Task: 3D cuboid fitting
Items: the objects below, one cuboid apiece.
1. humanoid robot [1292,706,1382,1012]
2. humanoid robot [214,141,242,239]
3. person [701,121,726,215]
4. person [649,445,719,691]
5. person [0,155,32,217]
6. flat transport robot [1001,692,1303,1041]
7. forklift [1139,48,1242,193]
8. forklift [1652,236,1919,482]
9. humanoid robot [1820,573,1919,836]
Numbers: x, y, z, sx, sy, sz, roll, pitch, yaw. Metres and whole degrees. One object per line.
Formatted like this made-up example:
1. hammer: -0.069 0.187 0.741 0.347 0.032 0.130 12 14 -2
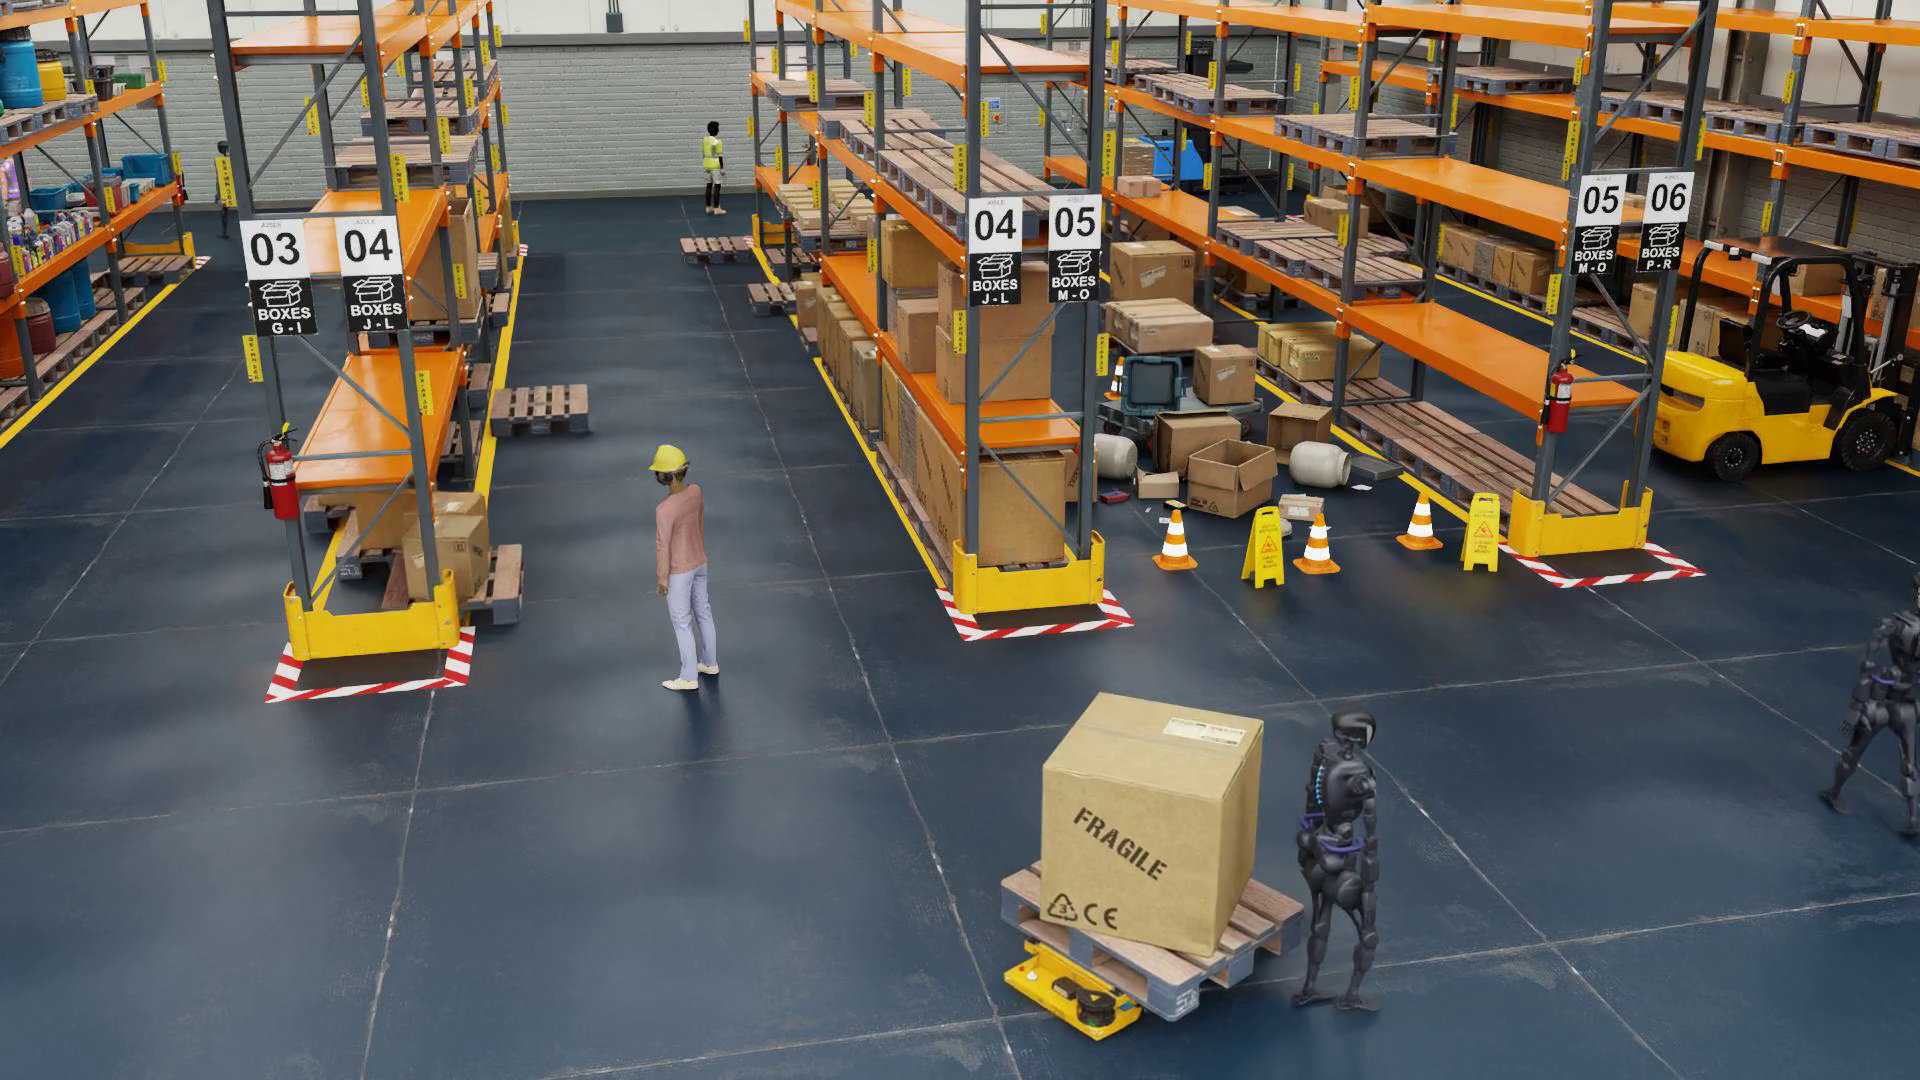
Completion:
1. humanoid robot: 1.850 1.532 8.053 0.383 1.652 0.610 -7 22 -19
2. humanoid robot: -12.371 -5.919 28.136 0.647 1.637 0.600 7 22 19
3. person: -4.528 -6.840 30.583 0.539 1.686 0.324 17 26 38
4. person: -1.948 0.187 11.565 0.341 1.760 0.521 9 22 22
5. person: -15.367 -5.564 27.152 0.349 1.688 0.489 11 23 27
6. flat transport robot: 0.981 2.088 8.581 1.431 0.231 0.659 -17 26 -39
7. forklift: 4.566 -8.313 32.860 1.873 2.768 1.129 -4 21 -12
8. forklift: 8.013 -1.814 16.330 2.313 2.155 1.214 -4 21 -12
9. humanoid robot: 5.447 0.946 9.673 0.610 1.627 0.751 -4 21 -10
